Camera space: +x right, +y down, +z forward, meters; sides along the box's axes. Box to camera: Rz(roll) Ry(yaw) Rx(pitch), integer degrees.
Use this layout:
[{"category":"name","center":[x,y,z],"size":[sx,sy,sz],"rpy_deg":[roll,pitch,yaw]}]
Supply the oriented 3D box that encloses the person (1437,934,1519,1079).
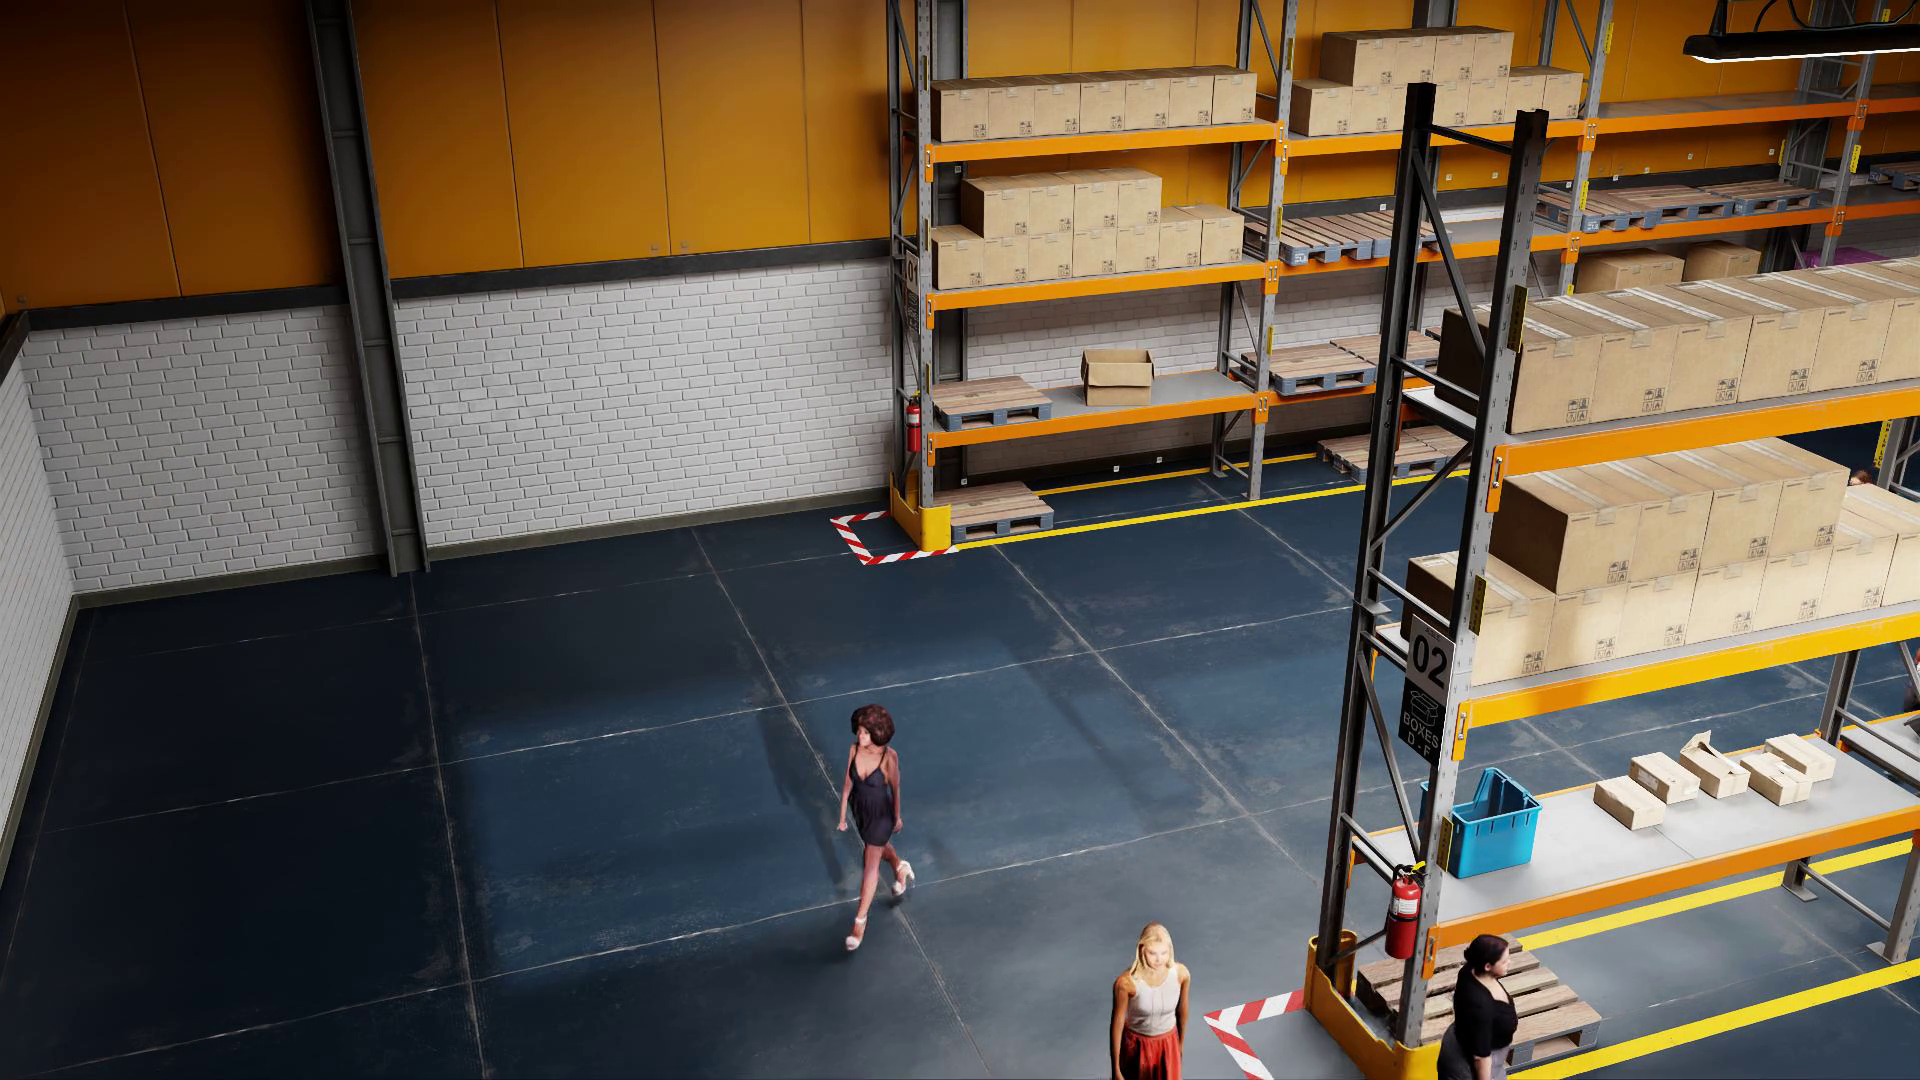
[{"category":"person","center":[2.750,2.948,9.296],"size":[1.179,1.721,1.054],"rpy_deg":[8,25,17]}]

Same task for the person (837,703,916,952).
[{"category":"person","center":[-0.560,1.912,11.639],"size":[1.005,1.744,1.149],"rpy_deg":[14,27,28]}]

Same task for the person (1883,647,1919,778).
[{"category":"person","center":[7.896,1.199,13.409],"size":[0.813,1.633,0.579],"rpy_deg":[-7,25,-16]}]

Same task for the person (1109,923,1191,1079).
[{"category":"person","center":[1.039,2.860,9.476],"size":[1.272,1.738,0.880],"rpy_deg":[-4,24,-9]}]
